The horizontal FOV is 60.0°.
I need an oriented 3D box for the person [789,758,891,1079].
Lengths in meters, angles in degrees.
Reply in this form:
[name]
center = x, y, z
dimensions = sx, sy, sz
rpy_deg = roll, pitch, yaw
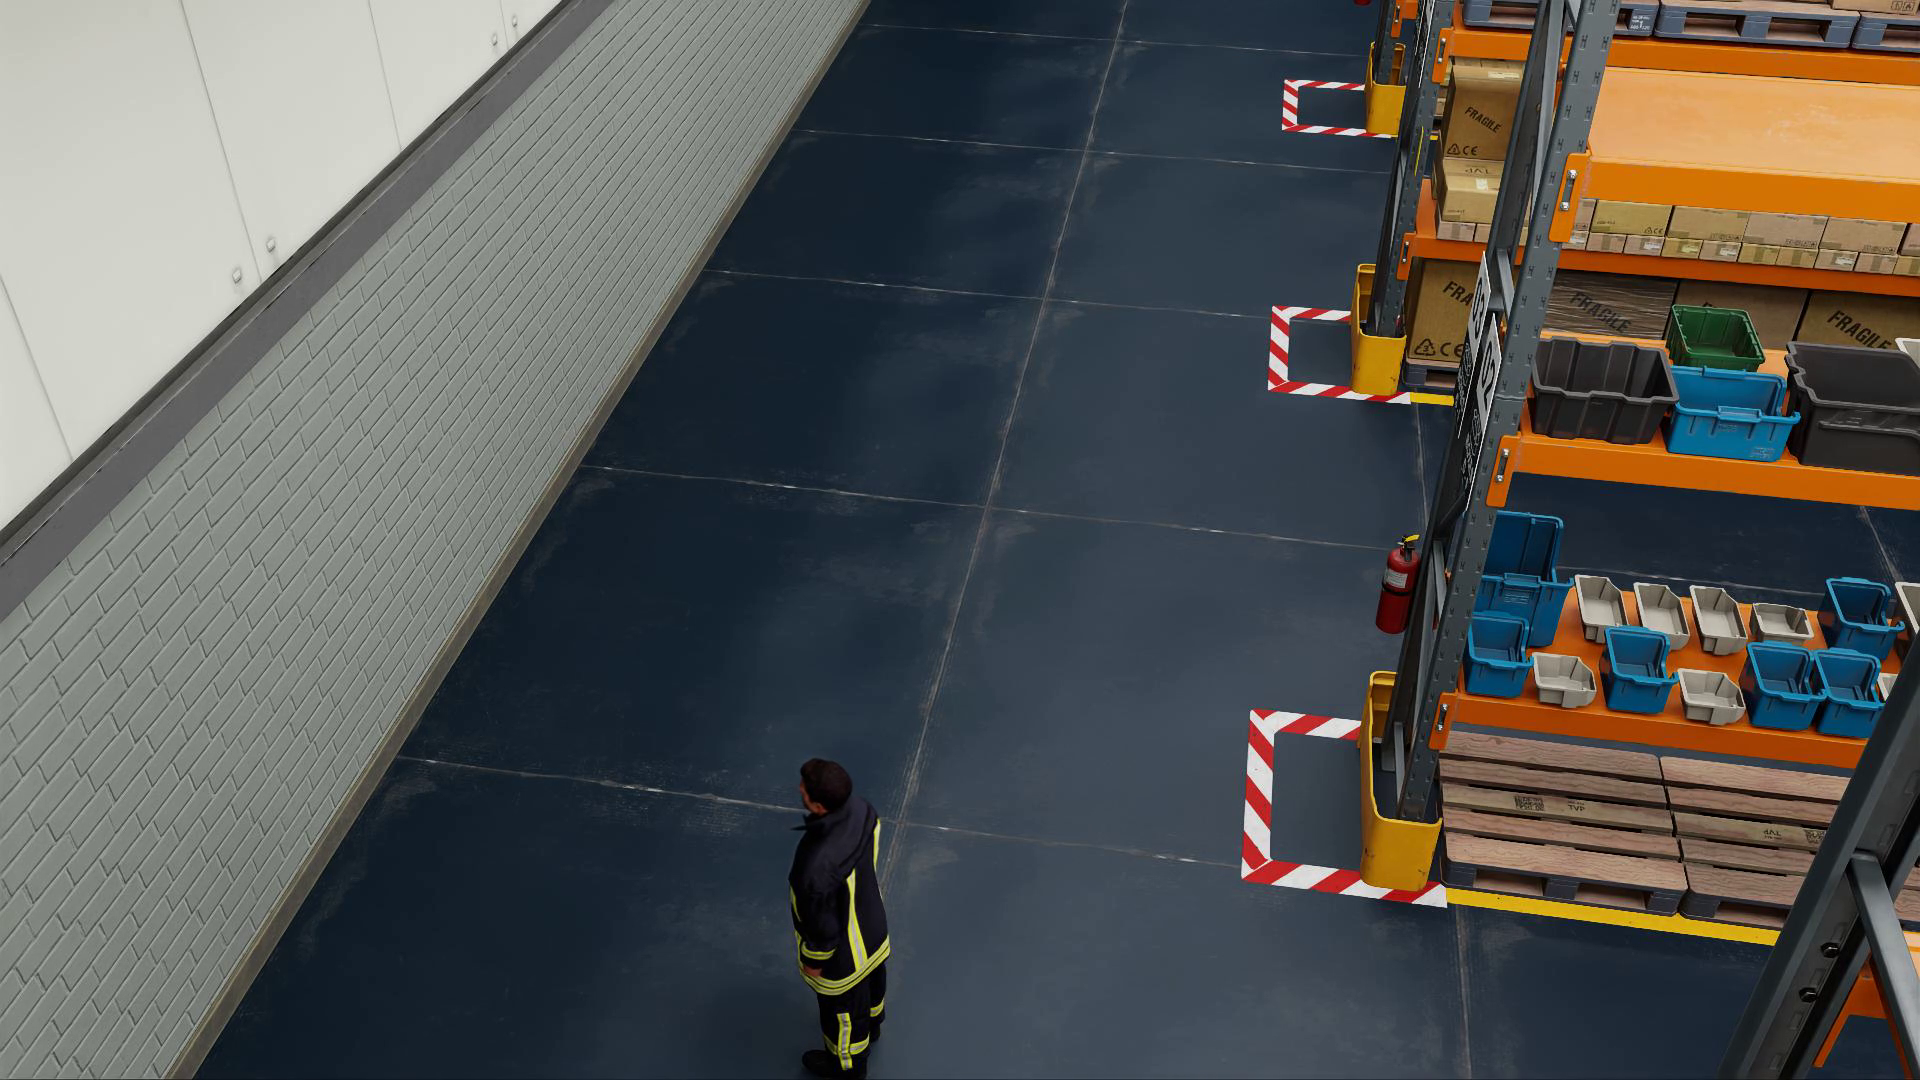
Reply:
[person]
center = -0.527, 1.694, 7.418
dimensions = 0.720, 1.927, 0.823
rpy_deg = 12, 39, 15
